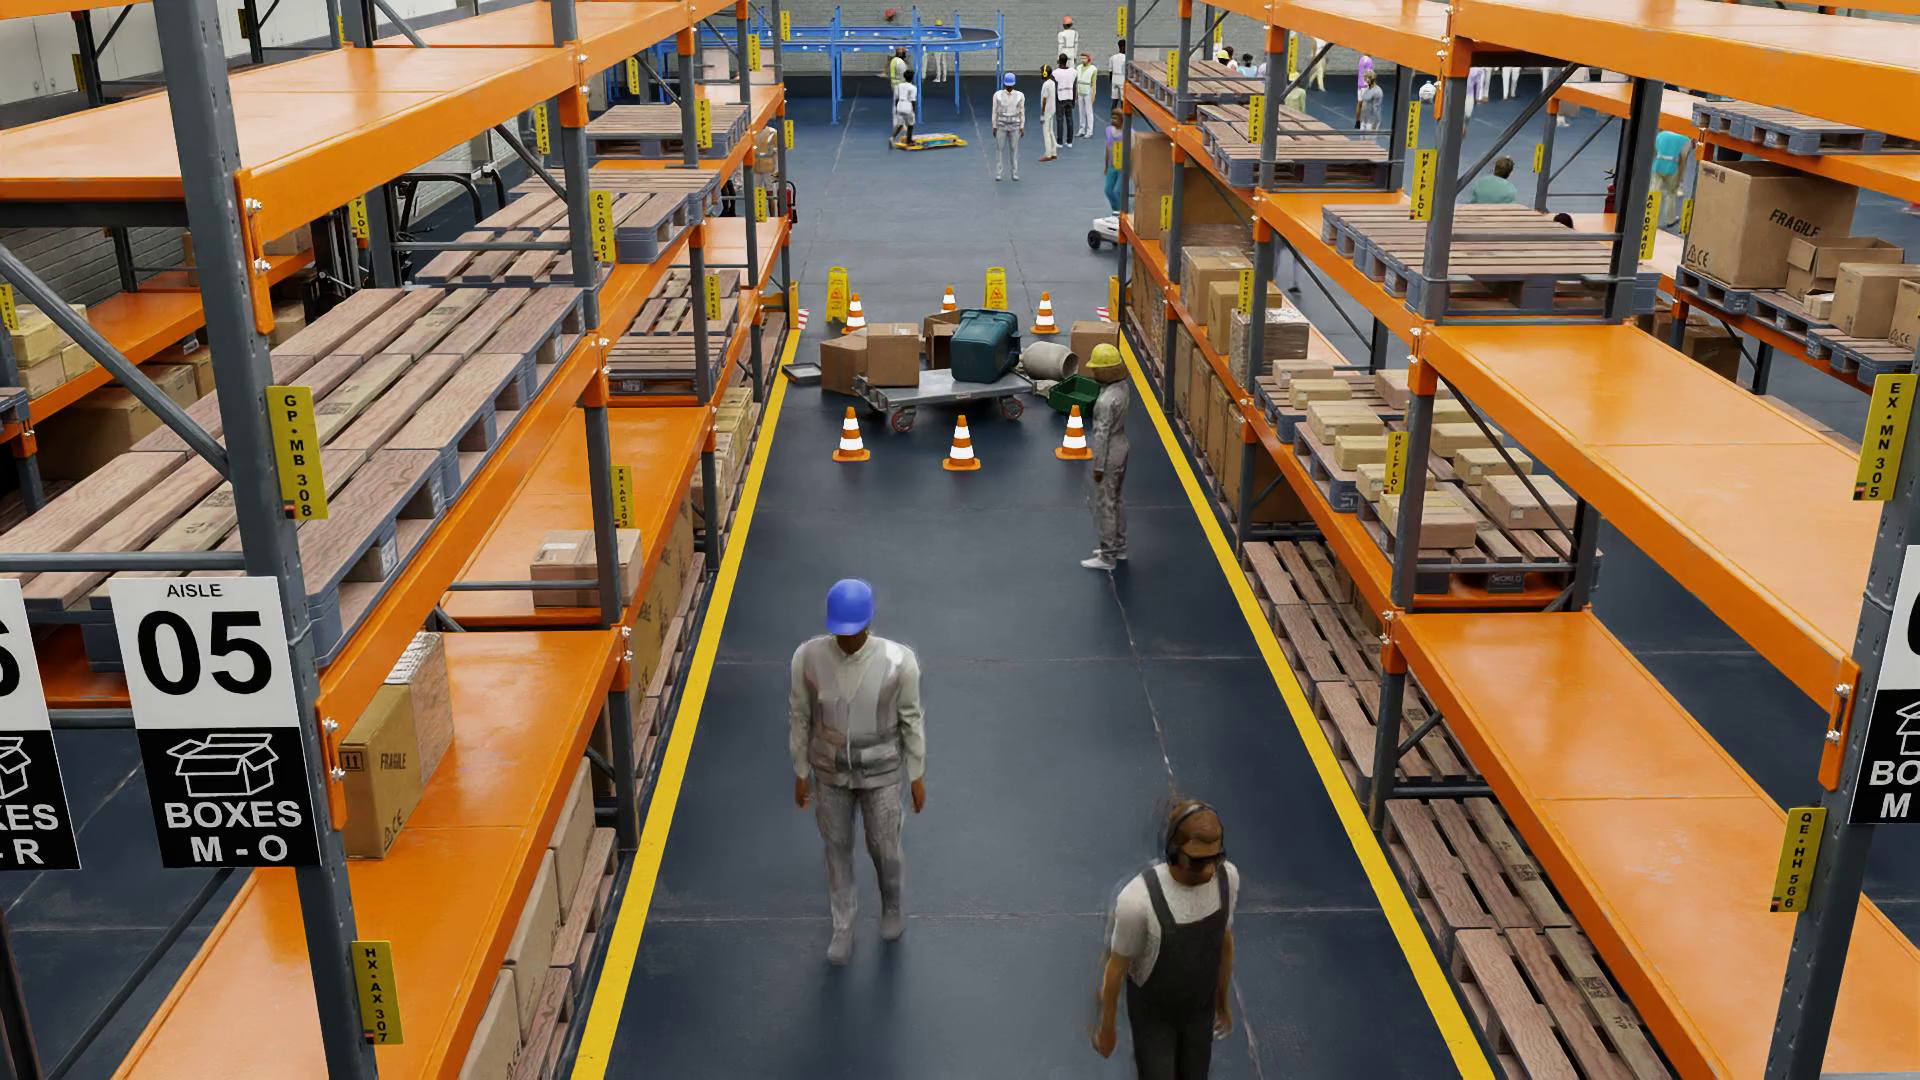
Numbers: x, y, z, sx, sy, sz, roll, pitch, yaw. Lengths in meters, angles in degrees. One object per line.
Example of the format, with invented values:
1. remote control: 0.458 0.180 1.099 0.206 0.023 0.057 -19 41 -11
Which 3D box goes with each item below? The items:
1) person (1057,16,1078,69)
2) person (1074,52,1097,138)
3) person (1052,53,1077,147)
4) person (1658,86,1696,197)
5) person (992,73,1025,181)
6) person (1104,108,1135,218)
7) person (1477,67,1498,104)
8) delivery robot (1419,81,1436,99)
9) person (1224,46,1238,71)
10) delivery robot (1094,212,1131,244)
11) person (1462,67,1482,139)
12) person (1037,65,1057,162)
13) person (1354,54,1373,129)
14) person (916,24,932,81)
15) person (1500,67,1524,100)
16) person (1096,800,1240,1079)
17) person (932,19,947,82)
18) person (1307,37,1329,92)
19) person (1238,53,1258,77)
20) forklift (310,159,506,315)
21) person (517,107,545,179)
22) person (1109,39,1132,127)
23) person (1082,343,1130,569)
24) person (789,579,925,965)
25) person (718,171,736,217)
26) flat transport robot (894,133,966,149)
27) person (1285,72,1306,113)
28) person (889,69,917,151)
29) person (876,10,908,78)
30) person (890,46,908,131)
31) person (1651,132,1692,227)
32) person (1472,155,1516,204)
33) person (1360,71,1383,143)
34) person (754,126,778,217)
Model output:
1. person: 2.881 -13.054 44.849 0.608 2.048 0.365 -11 24 -28
2. person: 2.759 -9.724 36.346 0.394 1.836 0.560 -17 27 -38
3. person: 2.177 -9.224 34.900 0.587 1.922 0.391 -10 23 -24
4. person: 12.419 -6.960 28.751 0.672 2.000 0.536 5 21 13
5. person: 0.886 -7.580 30.532 0.602 1.939 0.397 -2 21 -4
6. person: 2.512 -5.858 26.143 0.592 1.815 0.472 18 27 40
7. person: 13.598 -12.239 43.001 0.621 1.843 0.982 8 22 21
8. delivery robot: 12.095 -11.613 42.985 0.477 0.478 0.707 8 22 20
9. person: 6.007 -9.965 36.891 0.418 1.907 0.595 -1 21 -2
10. delivery robot: 2.277 -4.557 24.334 0.477 0.478 0.707 -13 25 -31
11. person: 10.825 -9.521 35.691 0.635 1.921 0.473 5 21 13
12. person: 1.736 -8.448 32.948 0.341 1.858 0.514 9 22 22
13. person: 9.215 -10.317 37.760 0.348 1.943 0.545 -4 21 -10
14. person: -1.090 -14.246 48.591 0.511 1.622 0.339 9 22 22
15. person: 14.554 -12.560 43.863 0.638 1.814 0.593 7 22 17
16. person: 0.757 1.719 6.111 0.543 1.827 0.503 -12 24 -29
17. person: -0.609 -14.241 48.408 0.483 1.745 0.301 -16 26 -36
18. person: 9.901 -13.314 45.871 0.582 1.809 0.755 -15 26 -35
19. person: 6.557 -10.281 38.039 0.644 1.680 0.426 -10 23 -24
20. forklift: -5.622 -2.910 17.832 2.313 2.155 1.214 -1 21 -1
21. person: -7.368 -6.867 28.792 0.601 1.830 0.404 16 26 36
22. person: 3.684 -10.454 38.094 0.603 1.962 0.372 18 27 40
23. person: 1.094 -0.626 12.439 0.326 1.734 0.491 8 22 20
24. person: -0.476 1.054 7.723 0.633 1.934 0.516 3 21 8
25. person: -3.787 -6.059 26.507 0.354 1.942 0.545 8 22 19
26. flat transport robot: -0.633 -8.415 35.059 1.431 0.197 0.652 -14 25 -32
27. person: 6.640 -8.497 33.250 0.514 1.732 0.884 12 24 28
28. person: -1.165 -8.813 34.173 0.543 1.670 0.632 14 25 33
29. person: -1.954 -14.689 49.293 1.058 1.974 0.632 -2 21 -5
30. person: -1.345 -10.207 37.610 0.429 1.841 0.634 -9 22 -22
31. person: 10.932 -5.644 25.625 0.588 1.772 1.009 18 27 39
32. person: 6.535 -3.819 20.680 0.948 1.891 0.647 -15 25 -34
33. person: 7.640 -7.760 31.026 0.376 1.928 0.637 -4 21 -10
34. person: -3.042 -5.696 25.554 0.545 1.939 0.354 2 21 6
